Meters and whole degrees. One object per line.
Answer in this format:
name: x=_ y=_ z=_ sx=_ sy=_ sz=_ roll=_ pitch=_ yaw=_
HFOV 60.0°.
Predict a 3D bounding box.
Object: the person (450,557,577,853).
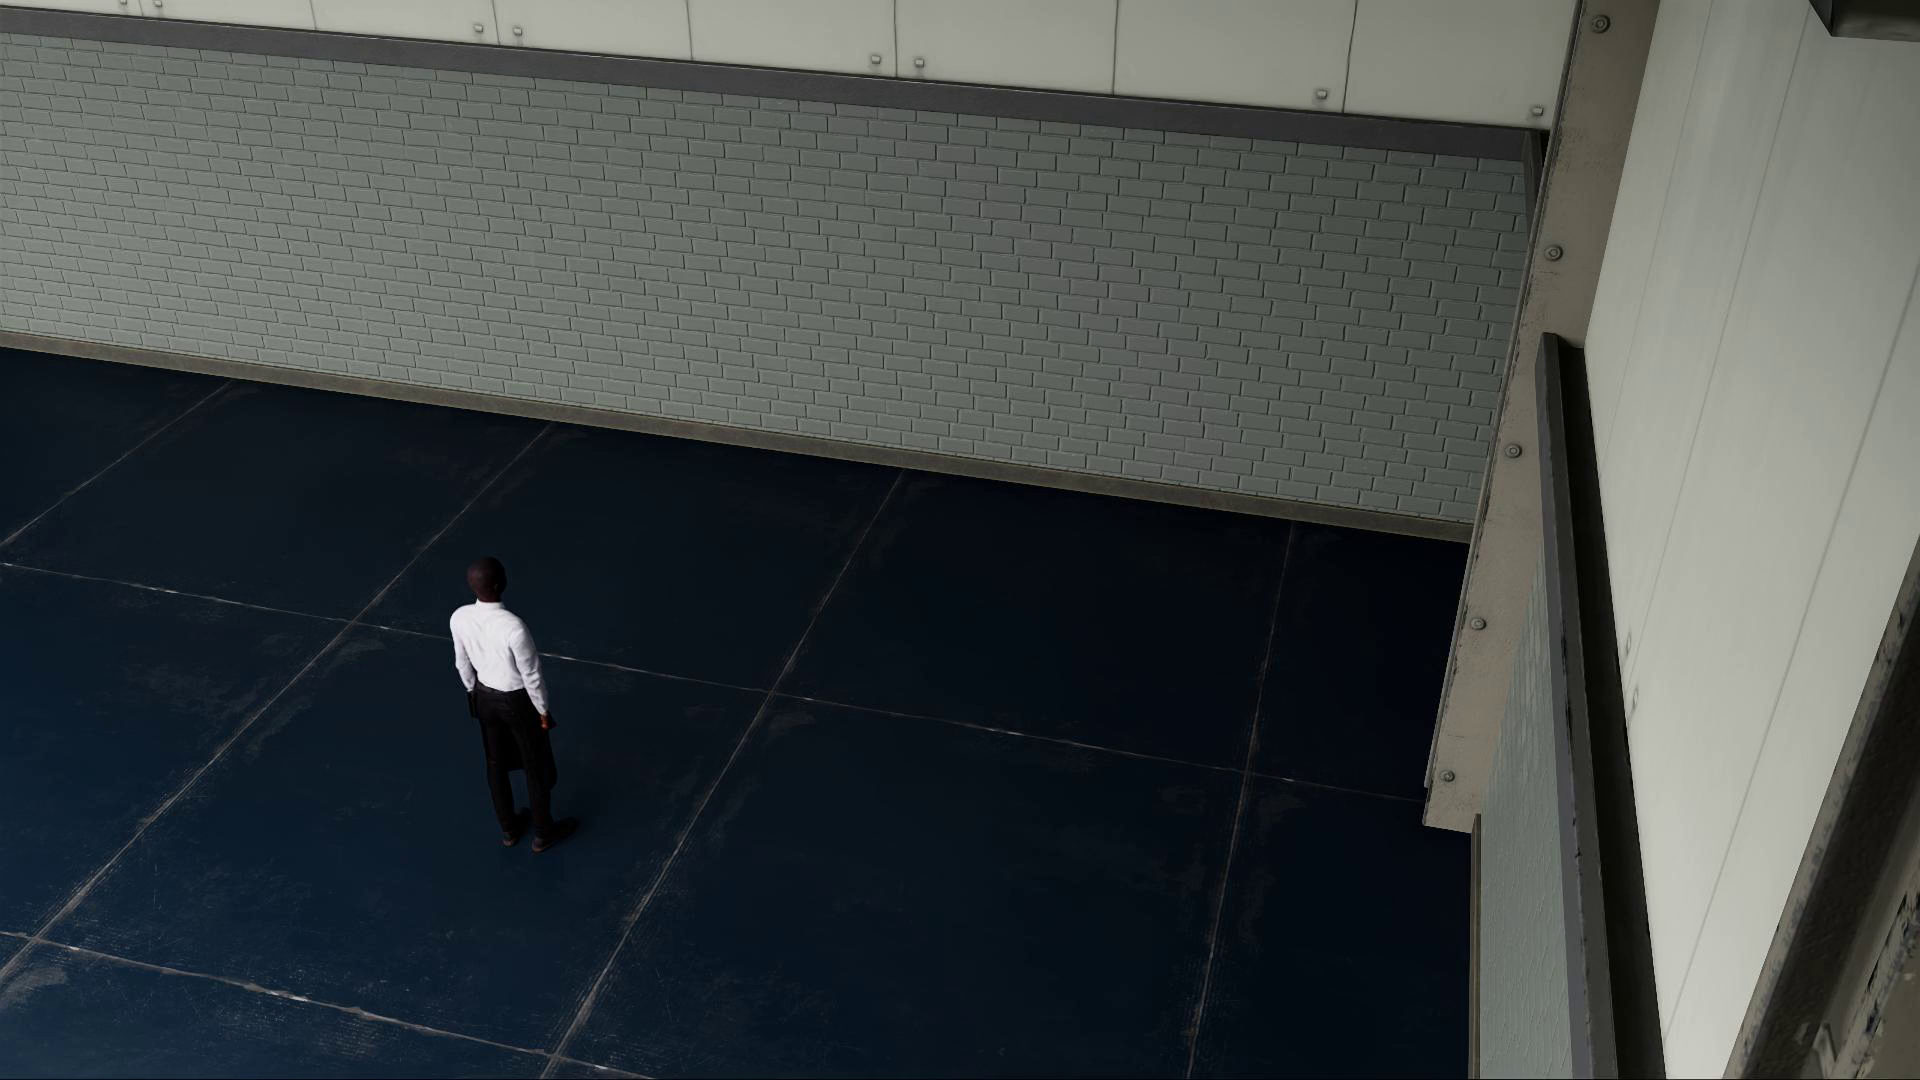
person: x=-2.430 y=0.892 z=8.931 sx=0.650 sy=1.837 sz=0.543 roll=10 pitch=34 yaw=16
